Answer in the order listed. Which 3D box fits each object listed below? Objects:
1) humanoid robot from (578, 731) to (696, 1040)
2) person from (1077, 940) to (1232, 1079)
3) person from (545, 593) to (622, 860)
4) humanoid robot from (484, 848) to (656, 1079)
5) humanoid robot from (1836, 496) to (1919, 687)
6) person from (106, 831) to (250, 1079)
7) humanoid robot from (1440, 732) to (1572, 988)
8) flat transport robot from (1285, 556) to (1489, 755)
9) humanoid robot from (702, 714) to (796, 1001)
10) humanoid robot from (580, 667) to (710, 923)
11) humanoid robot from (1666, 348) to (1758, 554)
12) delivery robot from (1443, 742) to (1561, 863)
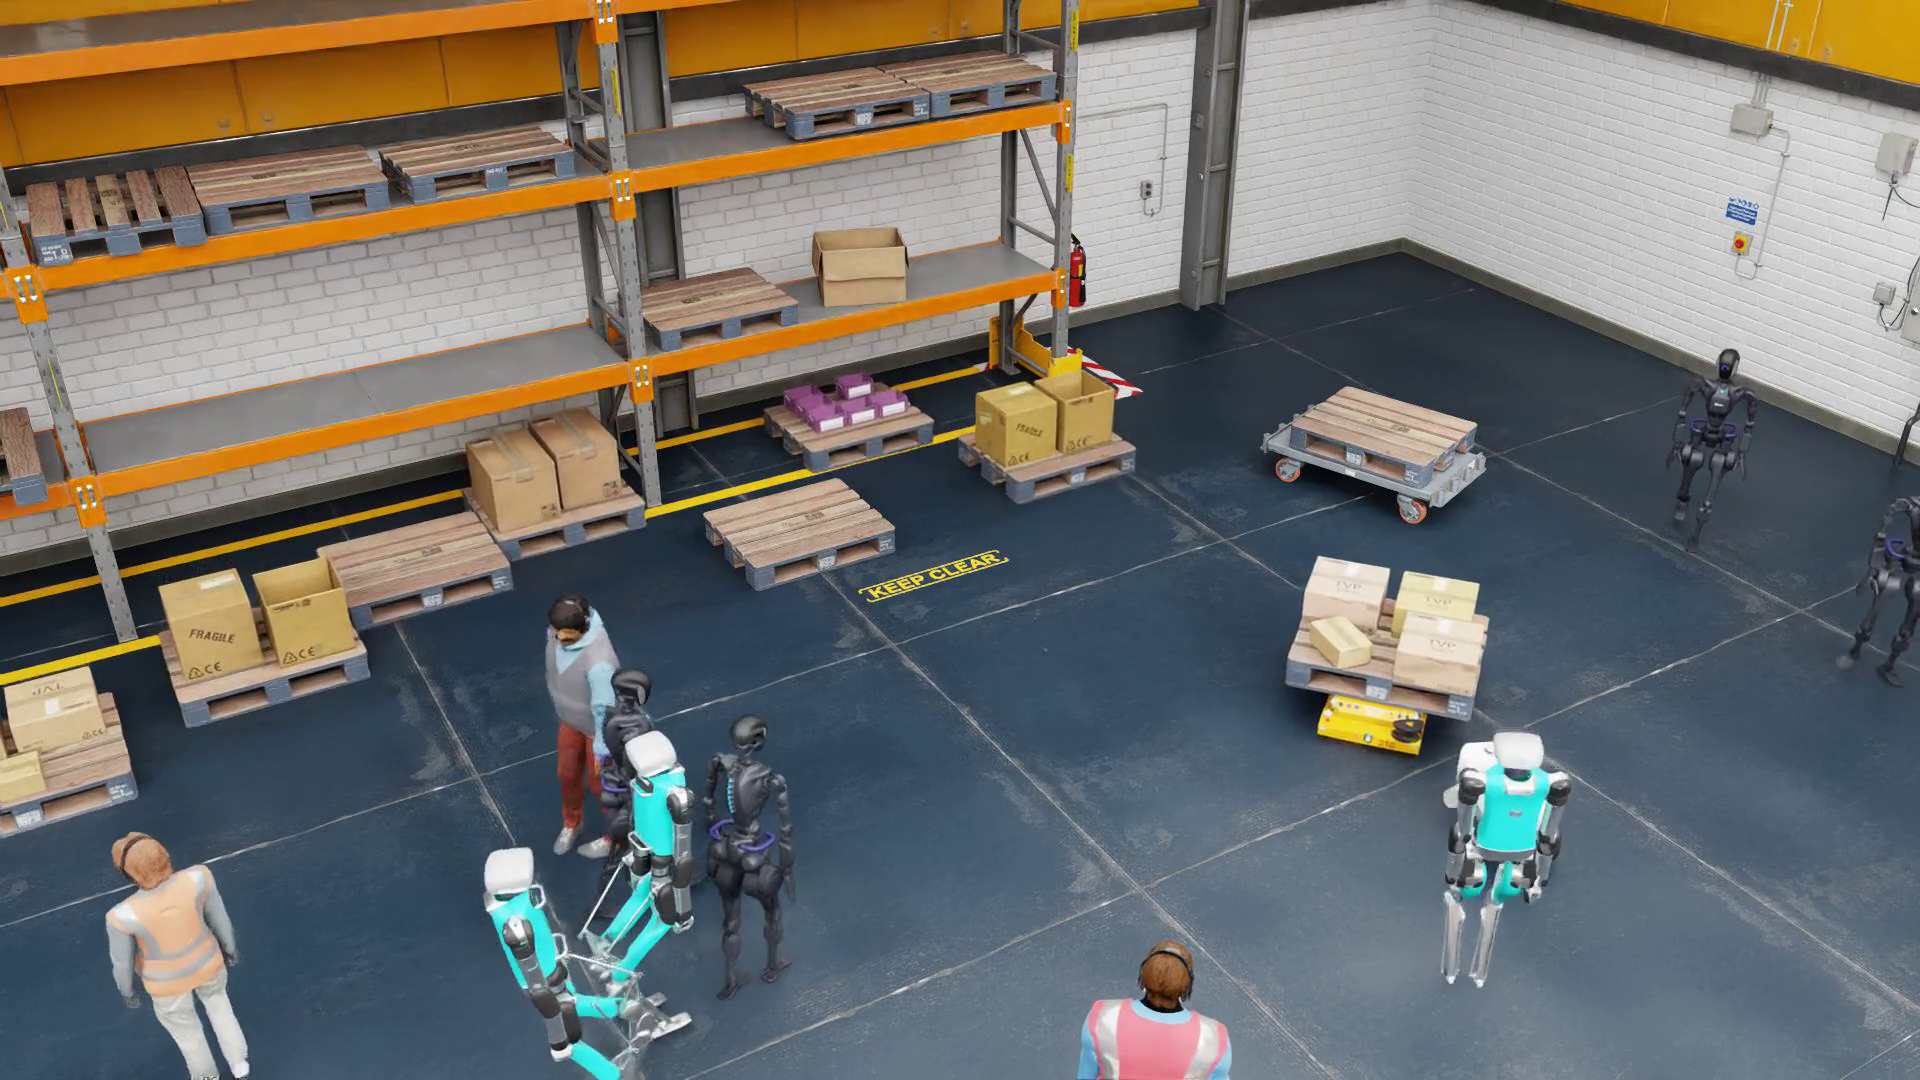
[{"bbox_3d":[-1.644,1.775,8.250,0.712,1.708,0.530,-22,36,-33],"label":"humanoid robot"},{"bbox_3d":[0.809,2.444,7.063,0.638,1.831,0.430,6,30,10],"label":"person"},{"bbox_3d":[-2.122,1.059,9.500,0.593,1.862,0.490,24,37,36],"label":"person"},{"bbox_3d":[-1.746,2.119,7.725,0.945,1.726,0.537,-10,31,-17],"label":"humanoid robot"},{"bbox_3d":[6.367,0.216,11.162,0.584,1.652,0.408,9,31,15],"label":"humanoid robot"},{"bbox_3d":[-3.724,2.058,7.934,0.369,1.625,0.545,25,38,36],"label":"person"},{"bbox_3d":[2.726,1.640,8.598,0.552,1.807,0.695,2,30,4],"label":"humanoid robot"},{"bbox_3d":[2.888,0.934,11.322,0.659,0.231,1.431,10,31,18],"label":"flat transport robot"},{"bbox_3d":[-1.115,1.657,8.631,0.594,1.648,0.437,15,33,25],"label":"humanoid robot"},{"bbox_3d":[-1.785,1.388,9.114,0.743,1.621,0.590,-6,30,-11],"label":"humanoid robot"},{"bbox_3d":[5.829,-0.748,12.884,0.588,1.642,0.615,13,32,22],"label":"humanoid robot"},{"bbox_3d":[3.233,1.553,9.931,0.525,0.590,0.762,-2,30,-4],"label":"delivery robot"}]
